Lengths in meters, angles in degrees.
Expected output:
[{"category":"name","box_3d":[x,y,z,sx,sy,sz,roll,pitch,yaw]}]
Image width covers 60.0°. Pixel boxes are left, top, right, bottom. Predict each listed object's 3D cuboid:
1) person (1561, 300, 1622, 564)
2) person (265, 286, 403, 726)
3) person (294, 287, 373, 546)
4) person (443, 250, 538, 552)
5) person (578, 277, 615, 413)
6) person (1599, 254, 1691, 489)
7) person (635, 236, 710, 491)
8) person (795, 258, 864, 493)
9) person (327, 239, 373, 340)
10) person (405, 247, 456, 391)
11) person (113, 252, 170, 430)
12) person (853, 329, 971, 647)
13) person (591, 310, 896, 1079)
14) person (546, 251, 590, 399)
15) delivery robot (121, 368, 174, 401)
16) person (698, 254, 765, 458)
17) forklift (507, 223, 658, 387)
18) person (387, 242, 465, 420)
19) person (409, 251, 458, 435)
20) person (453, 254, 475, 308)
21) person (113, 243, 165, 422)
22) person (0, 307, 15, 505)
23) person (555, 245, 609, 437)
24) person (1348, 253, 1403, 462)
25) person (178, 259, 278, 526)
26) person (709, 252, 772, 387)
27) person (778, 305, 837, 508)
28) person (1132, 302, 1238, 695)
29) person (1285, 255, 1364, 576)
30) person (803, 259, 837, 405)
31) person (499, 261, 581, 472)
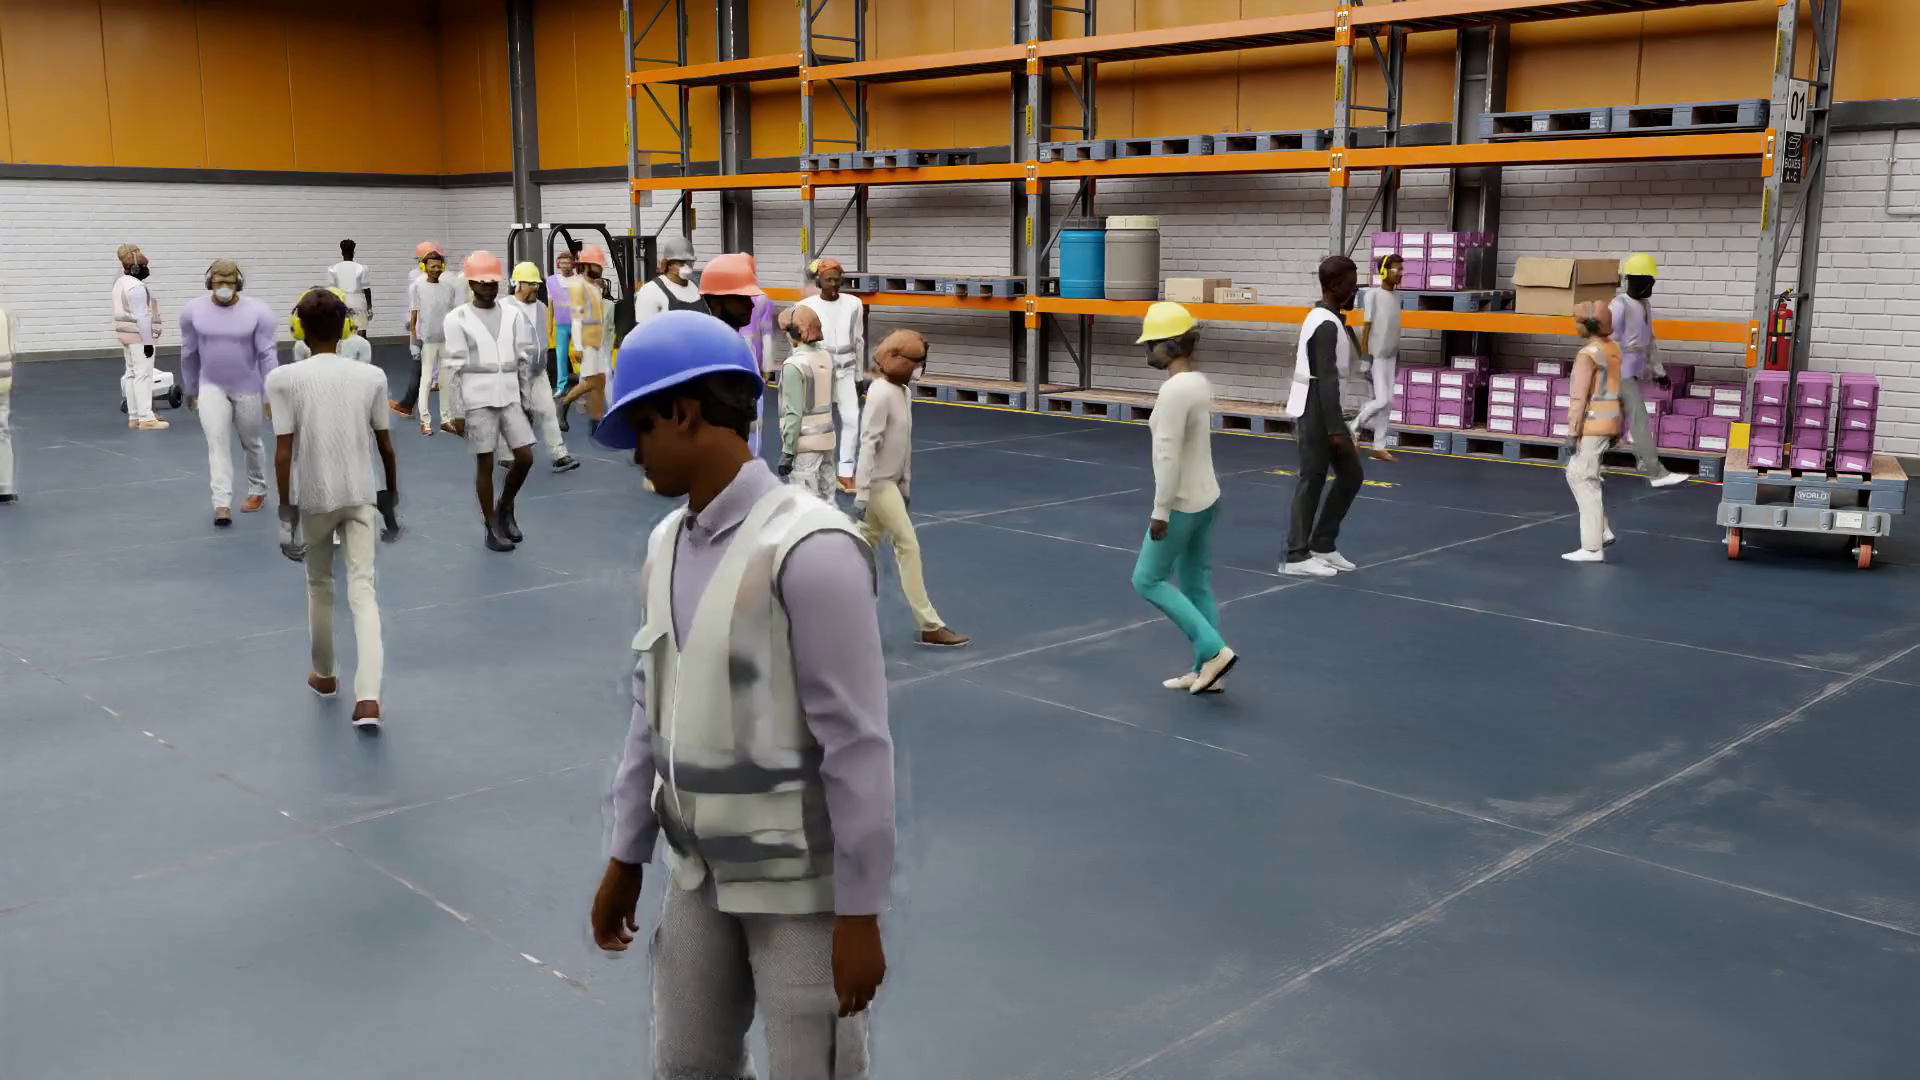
[{"category":"person","box_3d":[3.877,-0.660,10.257,0.377,1.621,0.531,9,14,40]},{"category":"person","box_3d":[-2.612,-0.151,7.004,0.530,1.821,1.008,-6,12,-29]},{"category":"person","box_3d":[-4.139,-0.825,11.016,0.509,1.678,0.961,-3,11,-17]},{"category":"person","box_3d":[-2.992,-0.877,10.638,0.582,1.925,0.394,-9,14,-40]},{"category":"person","box_3d":[-4.121,-2.198,18.777,0.501,1.591,0.867,-6,12,-31]},{"category":"person","box_3d":[5.407,-1.357,13.411,1.016,1.873,0.604,8,13,37]},{"category":"person","box_3d":[-2.248,-1.400,13.176,0.688,2.000,0.686,9,14,40]},{"category":"person","box_3d":[-1.000,-1.266,12.976,0.594,1.842,0.750,-4,11,-20]},{"category":"person","box_3d":[-8.874,-3.395,24.256,0.603,1.967,0.366,-1,10,-8]},{"category":"person","box_3d":[-6.913,-2.883,21.722,0.672,1.880,0.488,1,10,5]},{"category":"person","box_3d":[-8.592,-2.073,17.438,0.429,1.842,0.636,-10,14,-42]},{"category":"person","box_3d":[-0.405,-0.260,8.231,0.880,1.575,0.556,2,11,10]},{"category":"person","box_3d":[-0.329,0.571,2.848,0.385,1.907,0.661,-9,14,-40]},{"category":"person","box_3d":[-4.817,-2.649,20.588,0.564,1.825,0.426,1,10,6]},{"category":"delivery robot","box_3d":[-9.399,-1.815,19.238,0.477,0.478,0.707,0,10,-3]},{"category":"person","box_3d":[-1.022,-0.297,7.443,0.361,1.939,0.542,4,11,20]},{"category":"forklift","box_3d":[-5.316,-3.263,22.920,2.313,2.155,1.214,-10,14,-44]},{"category":"person","box_3d":[-5.828,-2.286,18.272,1.030,1.935,0.656,4,11,19]},{"category":"person","box_3d":[-5.340,-2.004,16.955,0.535,1.864,0.309,-10,14,-42]},{"category":"person","box_3d":[-6.295,-2.759,21.299,0.945,1.798,0.633,4,11,20]},{"category":"person","box_3d":[-8.921,-2.234,18.005,0.372,1.940,0.632,-7,12,-33]},{"category":"person","box_3d":[-7.318,-1.141,12.379,0.482,1.813,0.605,2,11,11]},{"category":"person","box_3d":[-3.755,-1.972,16.605,0.596,1.921,0.556,3,11,13]},{"category":"person","box_3d":[3.764,-1.629,14.911,0.537,1.863,0.463,-8,13,-37]},{"category":"person","box_3d":[-5.184,-1.057,11.834,0.660,1.861,1.055,-3,11,-16]},{"category":"person","box_3d":[-1.935,-1.564,14.536,0.571,1.867,1.050,-4,11,-20]},{"category":"person","box_3d":[-0.859,-0.504,9.393,0.311,1.638,0.514,4,11,22]},{"category":"person","box_3d":[0.973,-0.154,7.211,0.487,1.739,0.541,4,11,22]},{"category":"person","box_3d":[2.204,-0.715,9.807,0.563,1.899,0.611,3,11,16]},{"category":"person","box_3d":[-1.601,-2.414,19.539,0.795,1.734,0.546,-4,11,-20]},{"category":"person","box_3d":[-3.631,-1.443,14.081,0.875,1.794,0.606,7,13,35]}]
